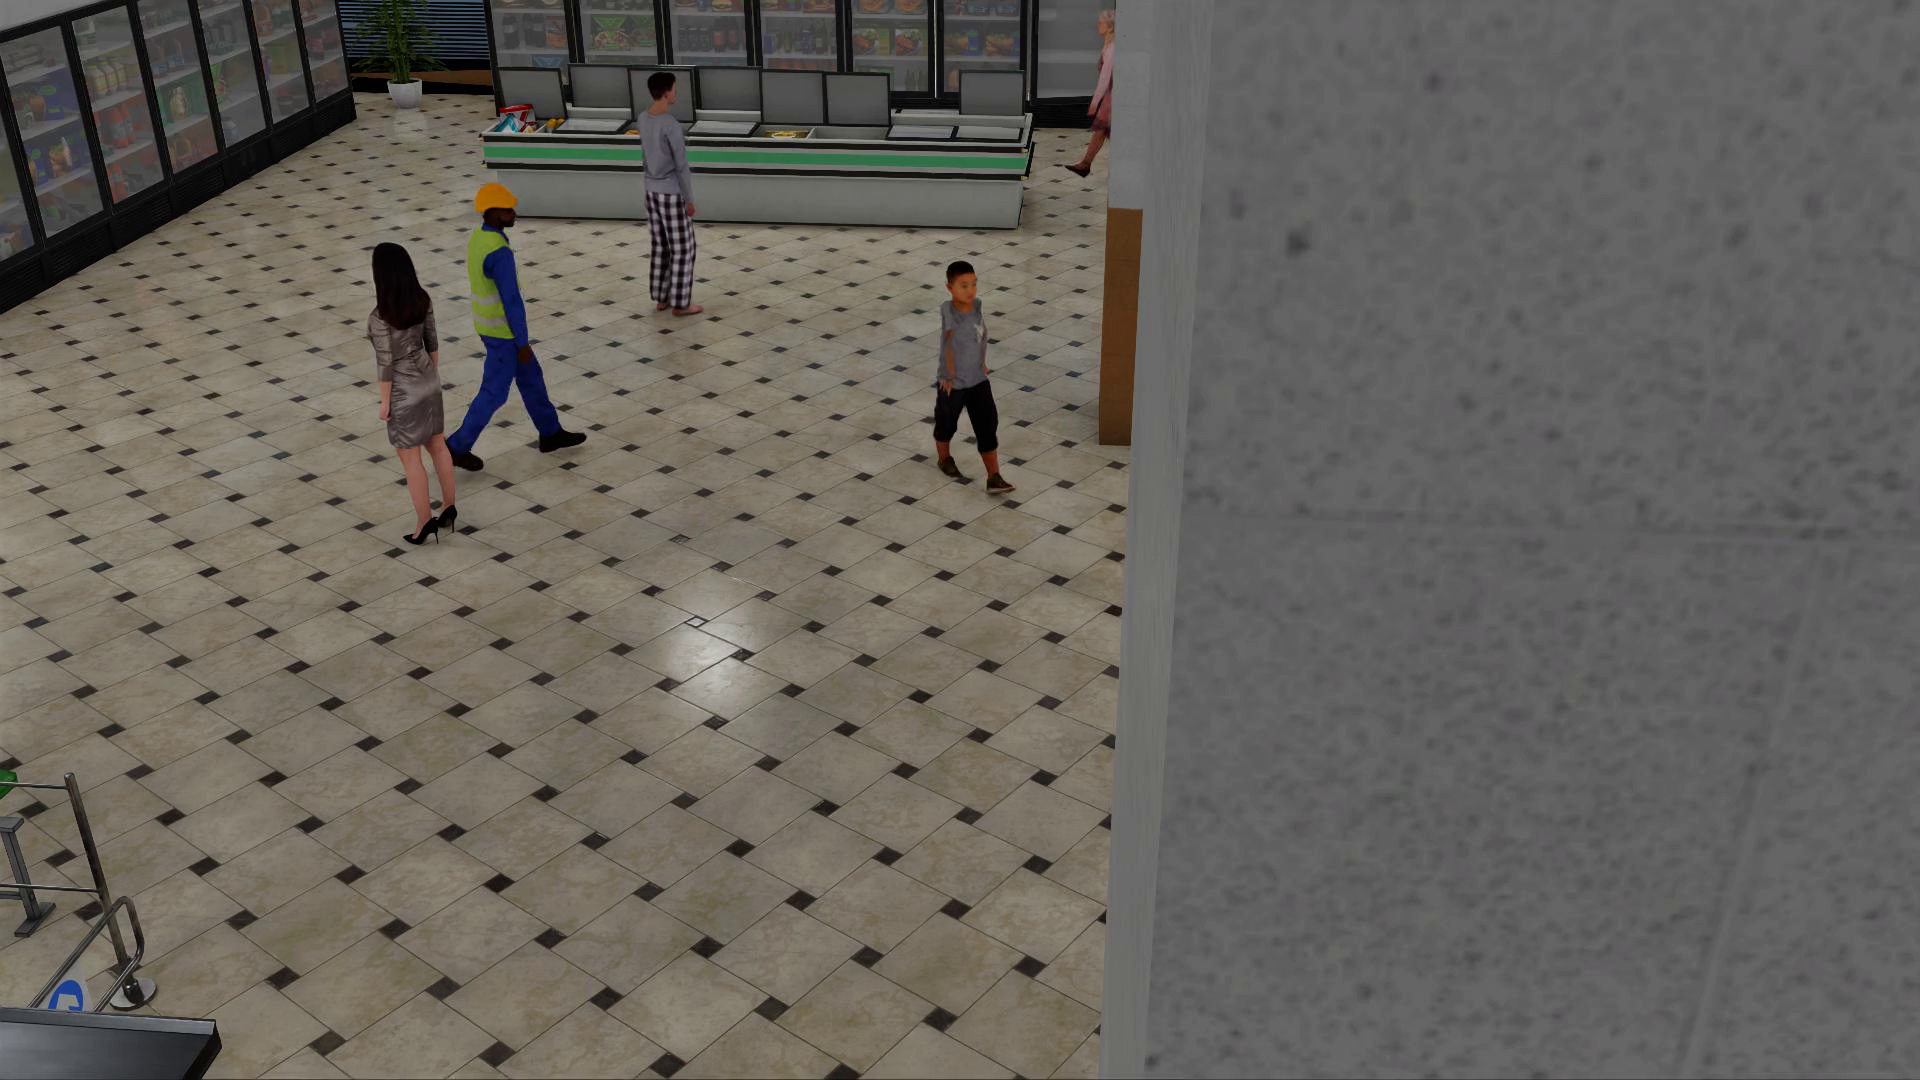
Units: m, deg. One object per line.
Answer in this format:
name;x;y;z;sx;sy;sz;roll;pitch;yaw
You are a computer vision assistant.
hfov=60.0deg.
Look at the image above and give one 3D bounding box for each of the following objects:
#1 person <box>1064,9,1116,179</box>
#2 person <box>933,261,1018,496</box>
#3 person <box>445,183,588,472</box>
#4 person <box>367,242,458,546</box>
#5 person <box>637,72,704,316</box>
person;1.597;-4.258;16.133;1.005;1.649;0.630;3;27;5
person;-0.030;-1.048;10.045;0.987;1.431;0.993;-16;31;-29
person;-2.856;-1.244;10.045;1.287;1.780;1.098;-14;30;-26
person;-3.035;-0.805;9.216;0.623;1.747;0.651;12;29;23
person;-2.249;-2.644;12.734;0.660;1.845;0.758;21;34;35
